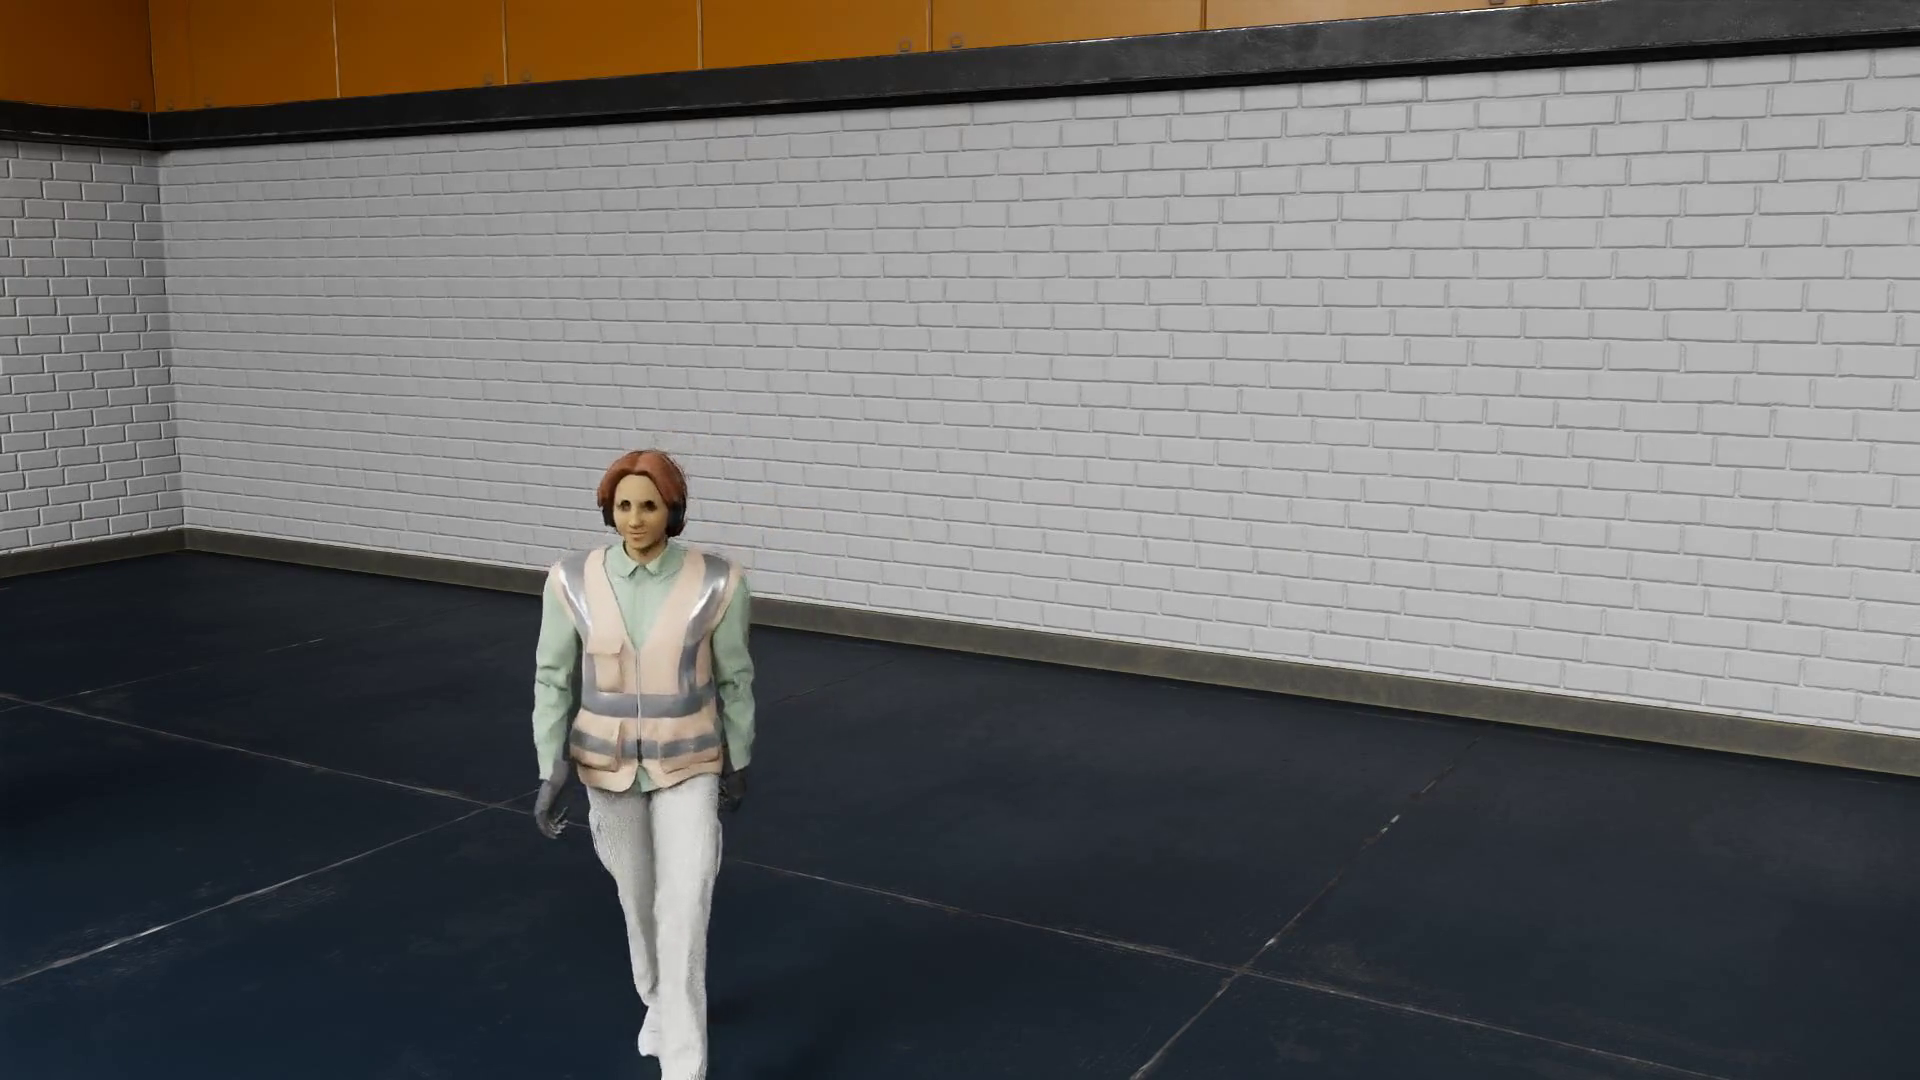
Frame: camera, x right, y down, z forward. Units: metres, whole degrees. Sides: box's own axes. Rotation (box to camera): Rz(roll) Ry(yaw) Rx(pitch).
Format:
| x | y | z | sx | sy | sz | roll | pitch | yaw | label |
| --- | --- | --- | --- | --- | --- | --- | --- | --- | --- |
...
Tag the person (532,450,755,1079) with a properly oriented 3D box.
| x | y | z | sx | sy | sz | roll | pitch | yaw | label |
| --- | --- | --- | --- | --- | --- | --- | --- | --- | --- |
| -0.766 | 0.587 | 4.026 | 0.514 | 1.594 | 0.858 | 0 | 9 | 0 | person |
